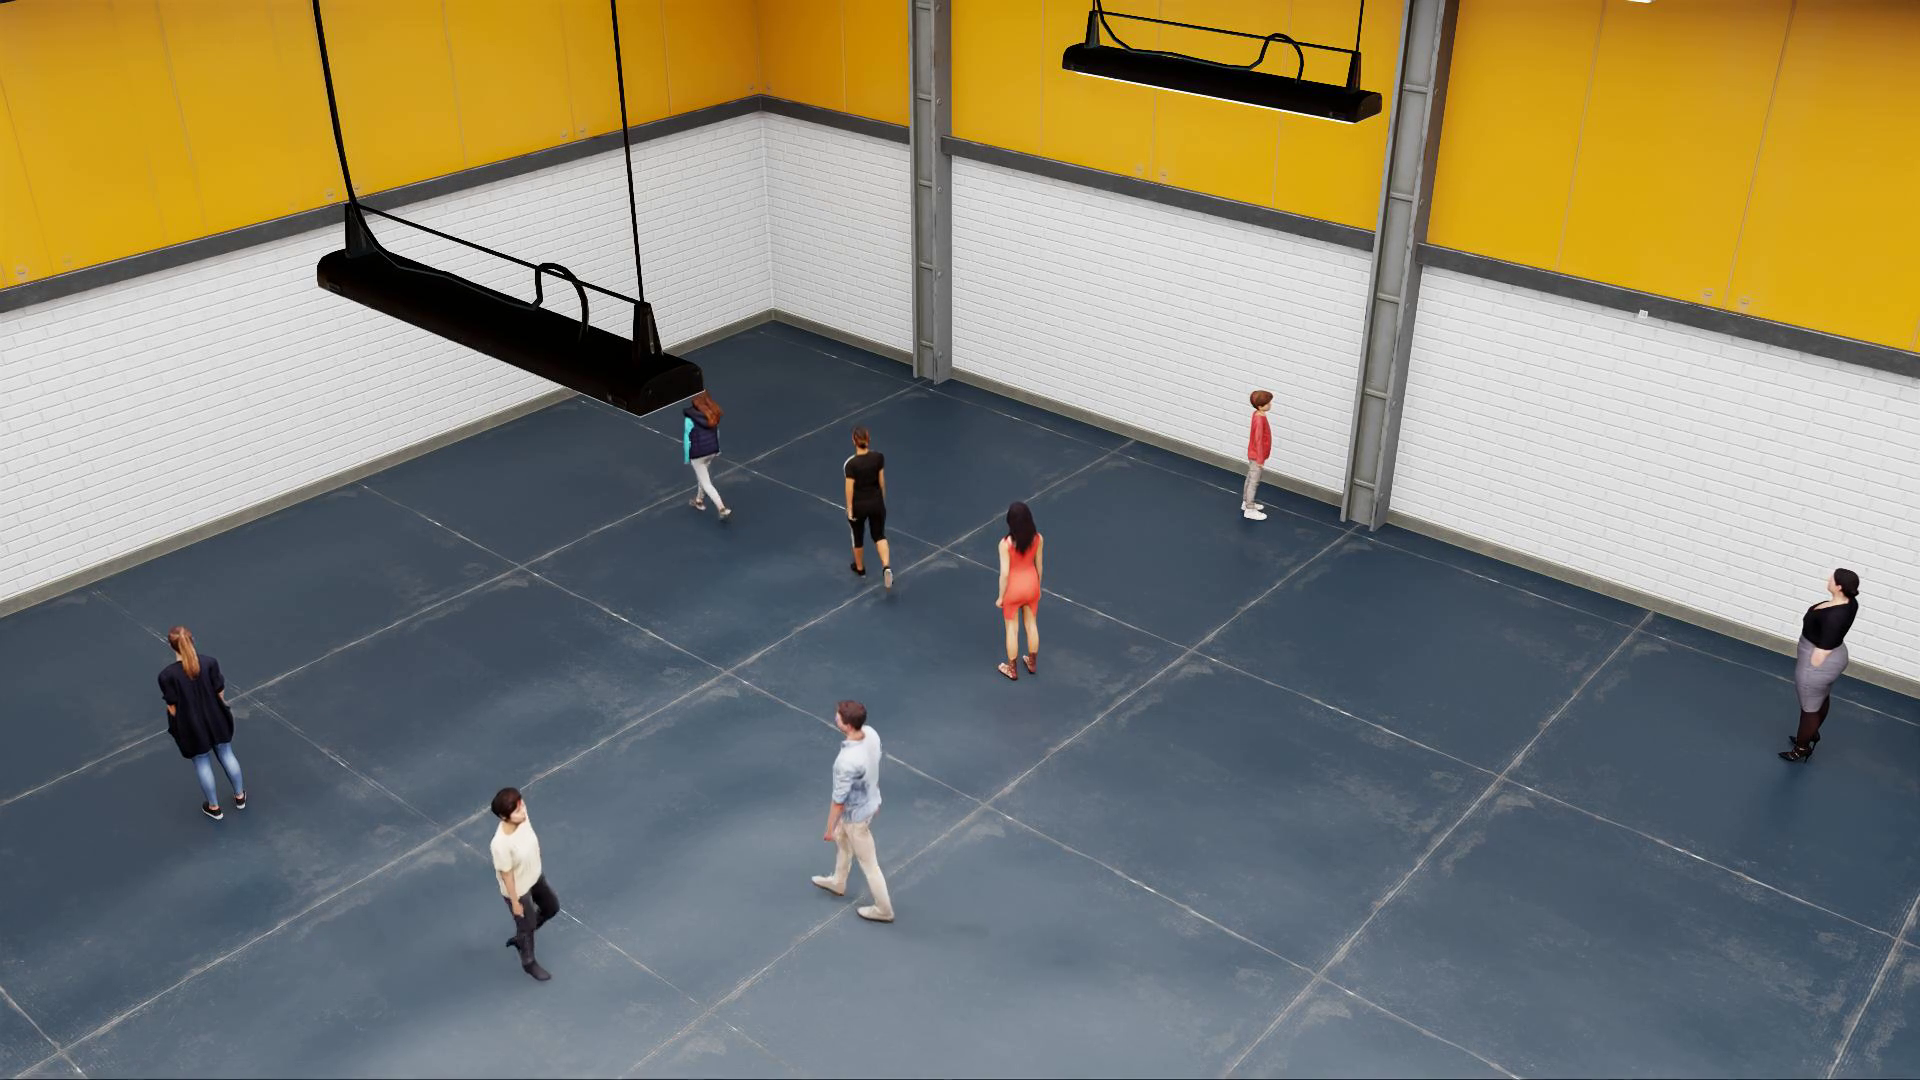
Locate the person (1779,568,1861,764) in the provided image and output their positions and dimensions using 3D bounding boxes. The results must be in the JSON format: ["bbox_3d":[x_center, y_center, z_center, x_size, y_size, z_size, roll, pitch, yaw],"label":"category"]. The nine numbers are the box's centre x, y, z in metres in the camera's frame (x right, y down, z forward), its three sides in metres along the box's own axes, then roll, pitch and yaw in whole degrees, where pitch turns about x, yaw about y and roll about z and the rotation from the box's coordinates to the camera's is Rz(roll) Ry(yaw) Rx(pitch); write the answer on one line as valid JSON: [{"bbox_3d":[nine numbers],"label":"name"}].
[{"bbox_3d":[6.987,1.007,13.461,0.603,1.760,0.654,23,36,36],"label":"person"}]

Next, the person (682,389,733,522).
[{"bbox_3d":[-2.627,-0.890,17.236,0.941,1.475,0.578,23,36,35],"label":"person"}]

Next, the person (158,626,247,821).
[{"bbox_3d":[-5.850,1.397,12.827,0.667,1.683,0.612,-22,35,-34],"label":"person"}]

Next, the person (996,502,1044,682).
[{"bbox_3d":[0.529,0.445,14.534,0.666,1.720,0.666,-12,31,-21],"label":"person"}]

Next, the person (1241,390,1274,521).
[{"bbox_3d":[3.090,-0.908,17.331,0.643,1.416,0.602,2,29,3],"label":"person"}]

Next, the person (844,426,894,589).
[{"bbox_3d":[-0.861,-0.298,15.973,0.855,1.647,1.045,-12,31,-21],"label":"person"}]

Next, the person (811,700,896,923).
[{"bbox_3d":[-0.624,1.934,11.695,1.061,1.824,0.883,9,30,16],"label":"person"}]

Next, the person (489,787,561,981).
[{"bbox_3d":[-3.016,2.320,11.248,0.766,1.575,0.720,6,29,11],"label":"person"}]
